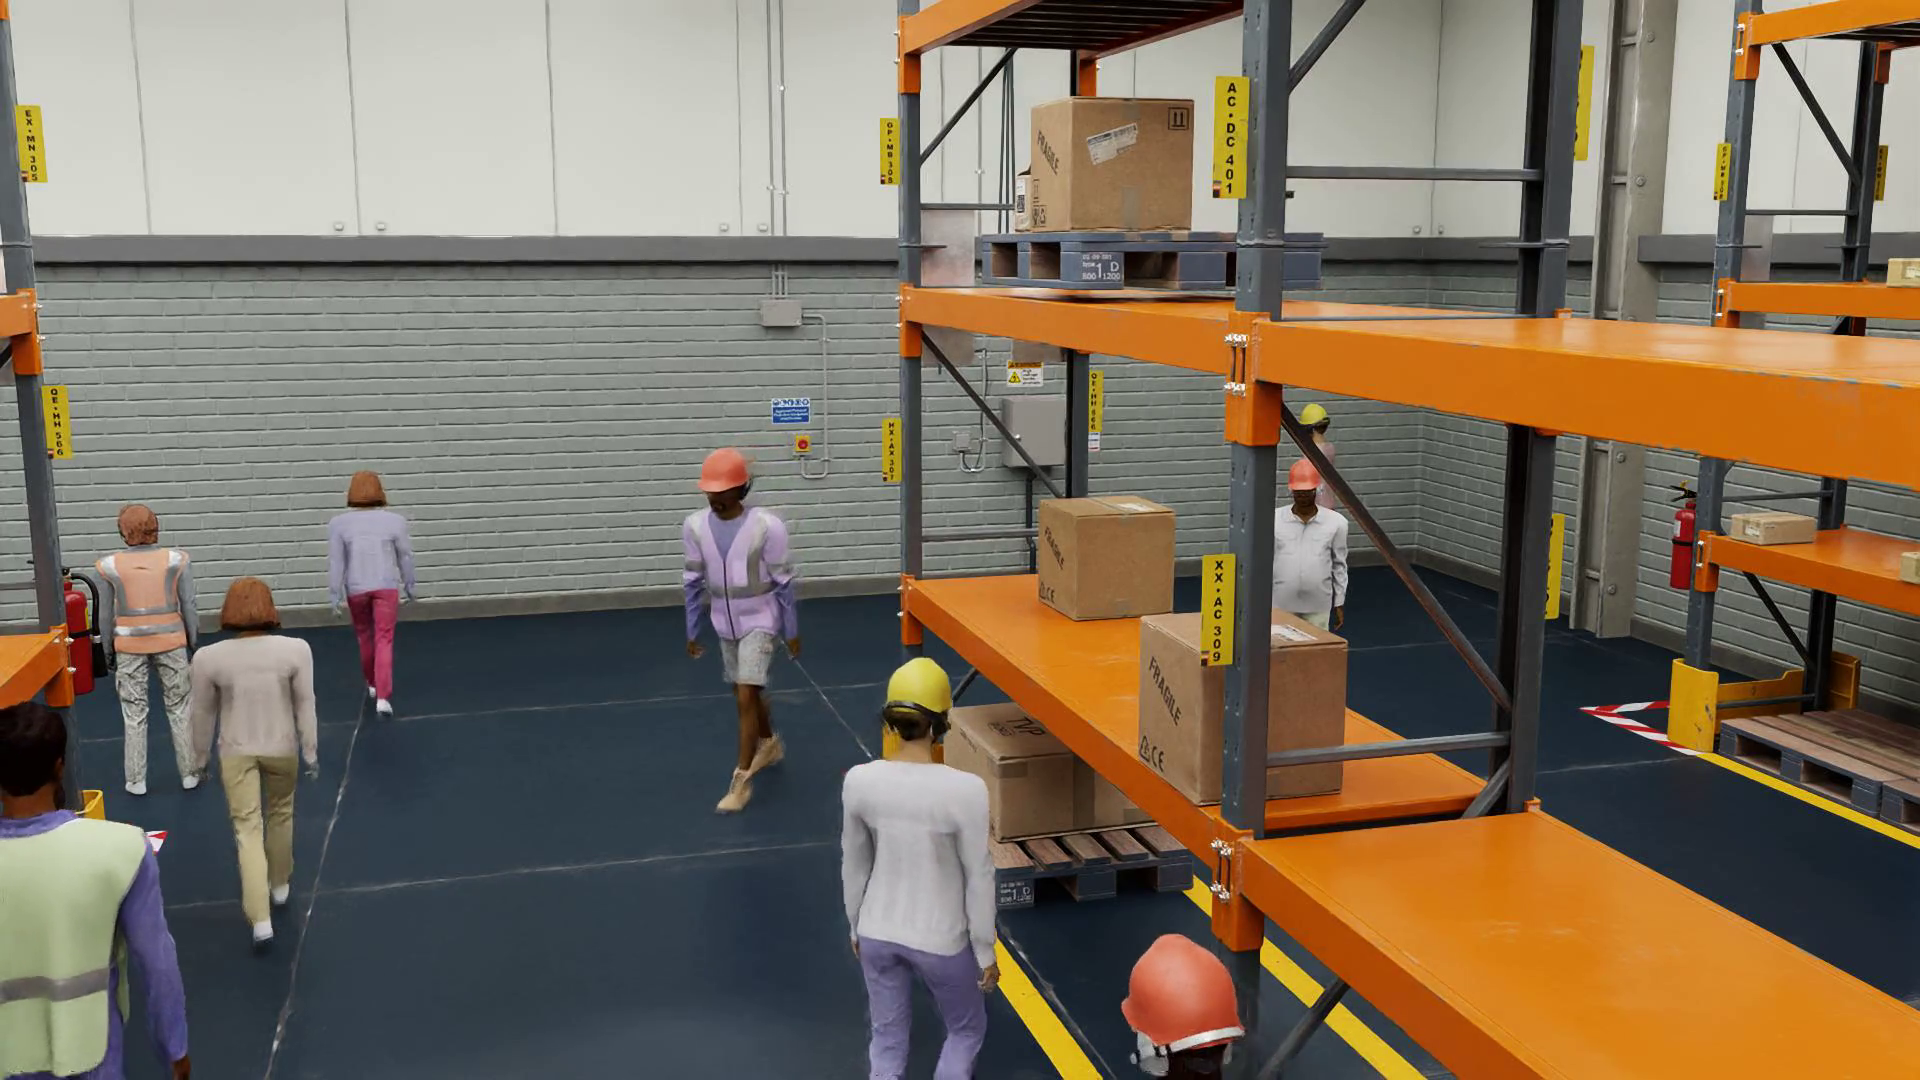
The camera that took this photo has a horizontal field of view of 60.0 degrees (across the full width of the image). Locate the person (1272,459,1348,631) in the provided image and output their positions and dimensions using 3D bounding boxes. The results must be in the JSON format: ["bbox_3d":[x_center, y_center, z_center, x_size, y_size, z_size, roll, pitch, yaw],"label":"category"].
[{"bbox_3d":[2.108,0.367,10.295,0.572,1.750,0.330,1,10,8],"label":"person"}]

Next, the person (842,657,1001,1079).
[{"bbox_3d":[-0.130,1.246,5.252,0.569,1.752,0.420,5,11,26],"label":"person"}]

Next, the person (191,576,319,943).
[{"bbox_3d":[-3.132,0.954,7.409,0.511,1.593,0.839,-5,11,-25],"label":"person"}]

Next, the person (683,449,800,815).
[{"bbox_3d":[-1.187,0.447,9.246,0.630,1.986,0.898,4,11,24],"label":"person"}]

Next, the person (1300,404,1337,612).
[{"bbox_3d":[2.922,-0.237,13.716,0.329,1.765,0.526,6,12,32],"label":"person"}]

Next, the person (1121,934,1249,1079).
[{"bbox_3d":[0.477,1.623,3.213,0.555,1.729,0.696,-3,10,-15],"label":"person"}]

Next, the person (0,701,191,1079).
[{"bbox_3d":[-2.379,1.351,4.365,0.609,1.876,0.997,-3,10,-15],"label":"person"}]

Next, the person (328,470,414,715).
[{"bbox_3d":[-3.870,0.335,10.950,0.513,1.588,0.879,-2,10,-13],"label":"person"}]

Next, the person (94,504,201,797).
[{"bbox_3d":[-4.507,0.612,9.262,0.515,1.633,0.317,-5,11,-24],"label":"person"}]
